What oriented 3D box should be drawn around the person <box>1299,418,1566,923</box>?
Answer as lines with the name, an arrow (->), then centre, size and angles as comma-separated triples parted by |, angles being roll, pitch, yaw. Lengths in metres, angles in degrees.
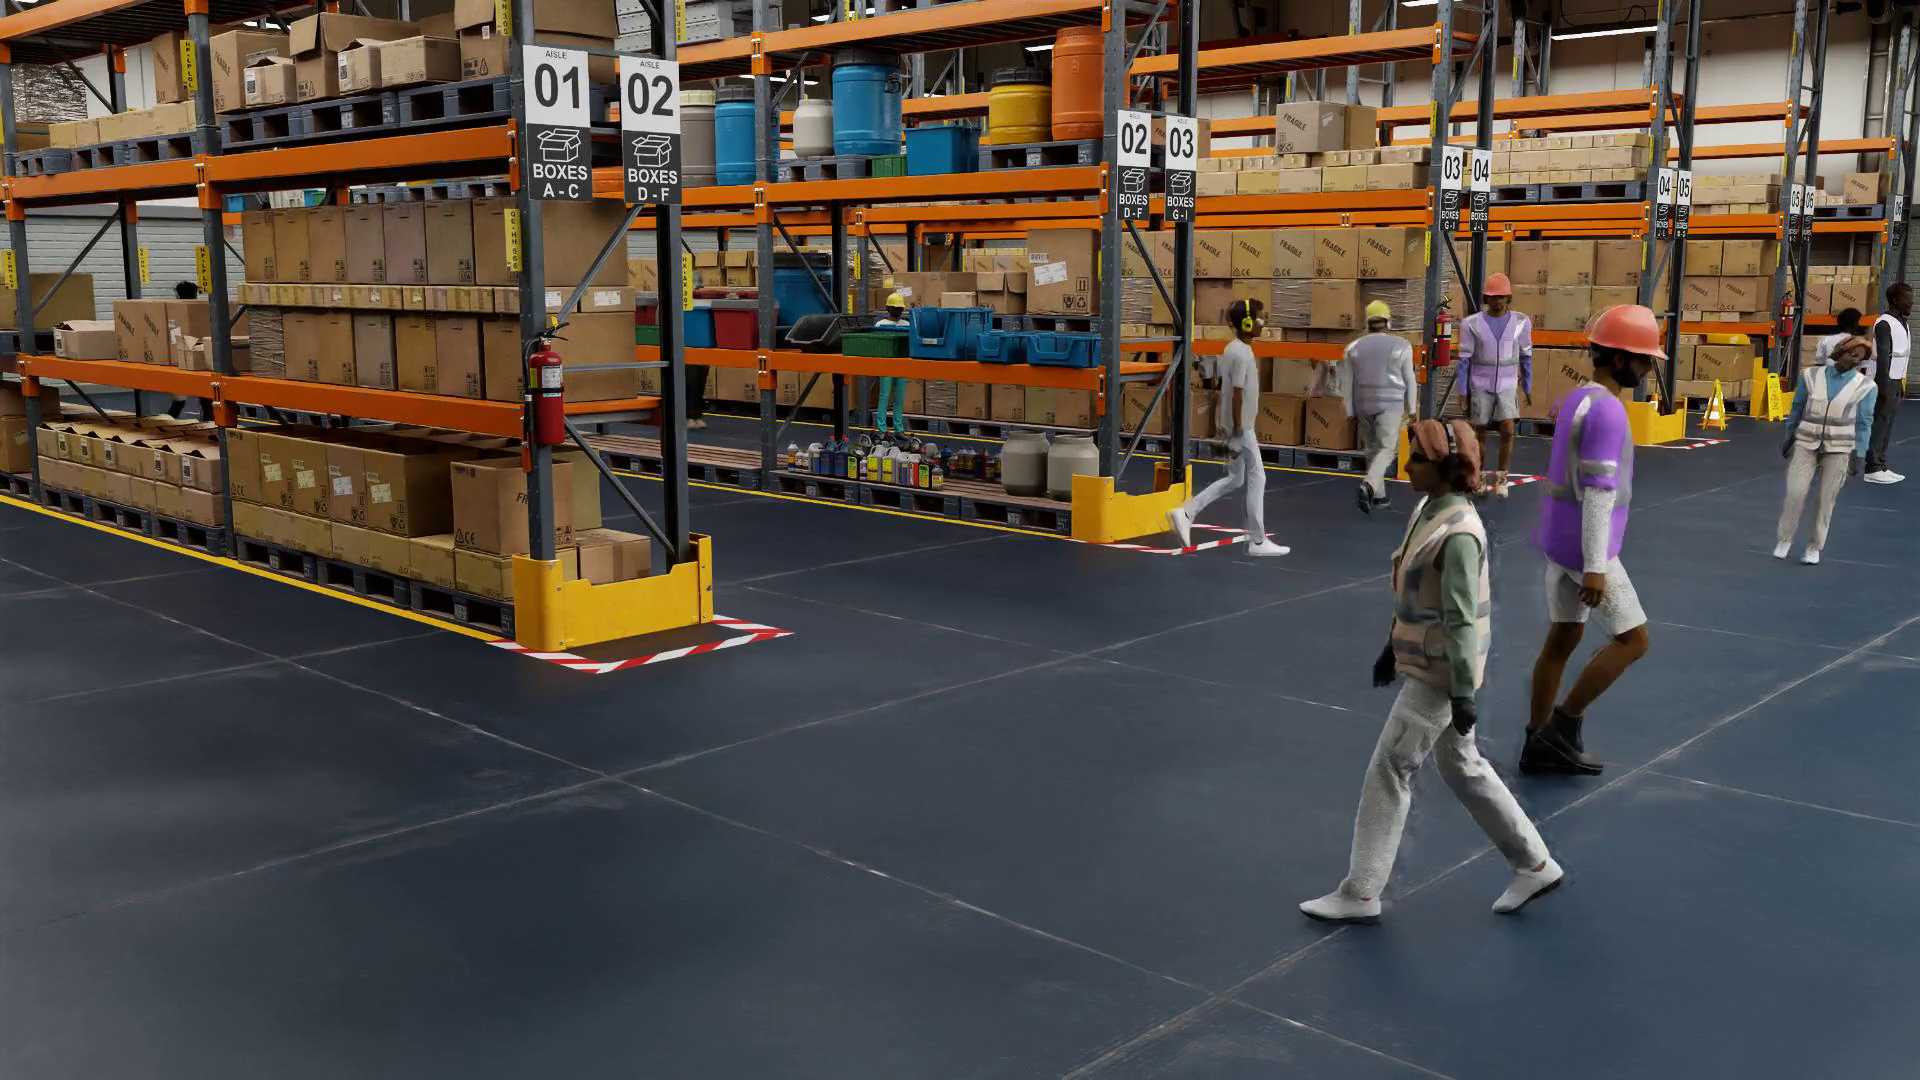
person -> 1.530, 0.411, 5.200 | 0.808, 1.603, 0.514 | 2, 9, 10

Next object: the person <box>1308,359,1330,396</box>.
person -> 4.848, -2.405, 21.455 | 1.036, 1.923, 0.599 | 8, 12, 39

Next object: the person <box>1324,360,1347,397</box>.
person -> 4.774, -2.205, 20.630 | 0.575, 1.799, 0.624 | 9, 13, 43

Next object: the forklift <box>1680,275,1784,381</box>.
forklift -> 12.480, -3.427, 27.053 | 1.214, 2.155, 2.313 | 9, 13, 43

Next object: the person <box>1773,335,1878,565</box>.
person -> 5.992, -0.618, 11.510 | 0.578, 1.595, 0.346 | 7, 12, 37

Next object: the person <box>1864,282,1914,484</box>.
person -> 8.978, -1.521, 16.084 | 0.391, 1.919, 0.593 | 8, 12, 41

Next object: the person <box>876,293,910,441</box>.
person -> -0.777, -2.064, 19.886 | 0.533, 1.765, 0.326 | -8, 12, -40

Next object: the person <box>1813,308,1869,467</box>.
person -> 9.180, -1.584, 17.300 | 0.885, 1.635, 0.540 | -6, 11, -32

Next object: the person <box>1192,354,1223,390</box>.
person -> 3.238, -2.389, 21.418 | 0.595, 1.909, 0.465 | -3, 10, -18

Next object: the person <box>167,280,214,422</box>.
person -> -8.570, -1.910, 18.433 | 0.966, 1.933, 0.613 | 6, 11, 34

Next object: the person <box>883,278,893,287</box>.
person -> -1.065, -3.170, 26.220 | 0.585, 1.913, 0.678 | -7, 11, -35

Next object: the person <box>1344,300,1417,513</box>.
person -> 3.512, -1.121, 14.022 | 0.595, 1.800, 0.838 | 6, 11, 35

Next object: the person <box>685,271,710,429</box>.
person -> -3.371, -2.409, 21.285 | 0.720, 2.000, 0.699 | -8, 12, -40

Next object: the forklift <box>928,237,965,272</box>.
forklift -> -0.326, -5.817, 39.609 | 1.129, 2.768, 1.873 | 9, 13, 43

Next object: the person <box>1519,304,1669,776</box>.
person -> 2.501, 0.032, 6.597 | 0.500, 1.905, 0.665 | 1, 9, 7

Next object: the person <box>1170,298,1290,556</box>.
person -> 1.962, -0.810, 11.947 | 0.783, 1.852, 0.520 | 0, 9, -1

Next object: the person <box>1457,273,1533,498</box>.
person -> 4.764, -1.356, 14.785 | 0.676, 2.009, 0.729 | 2, 9, 10
